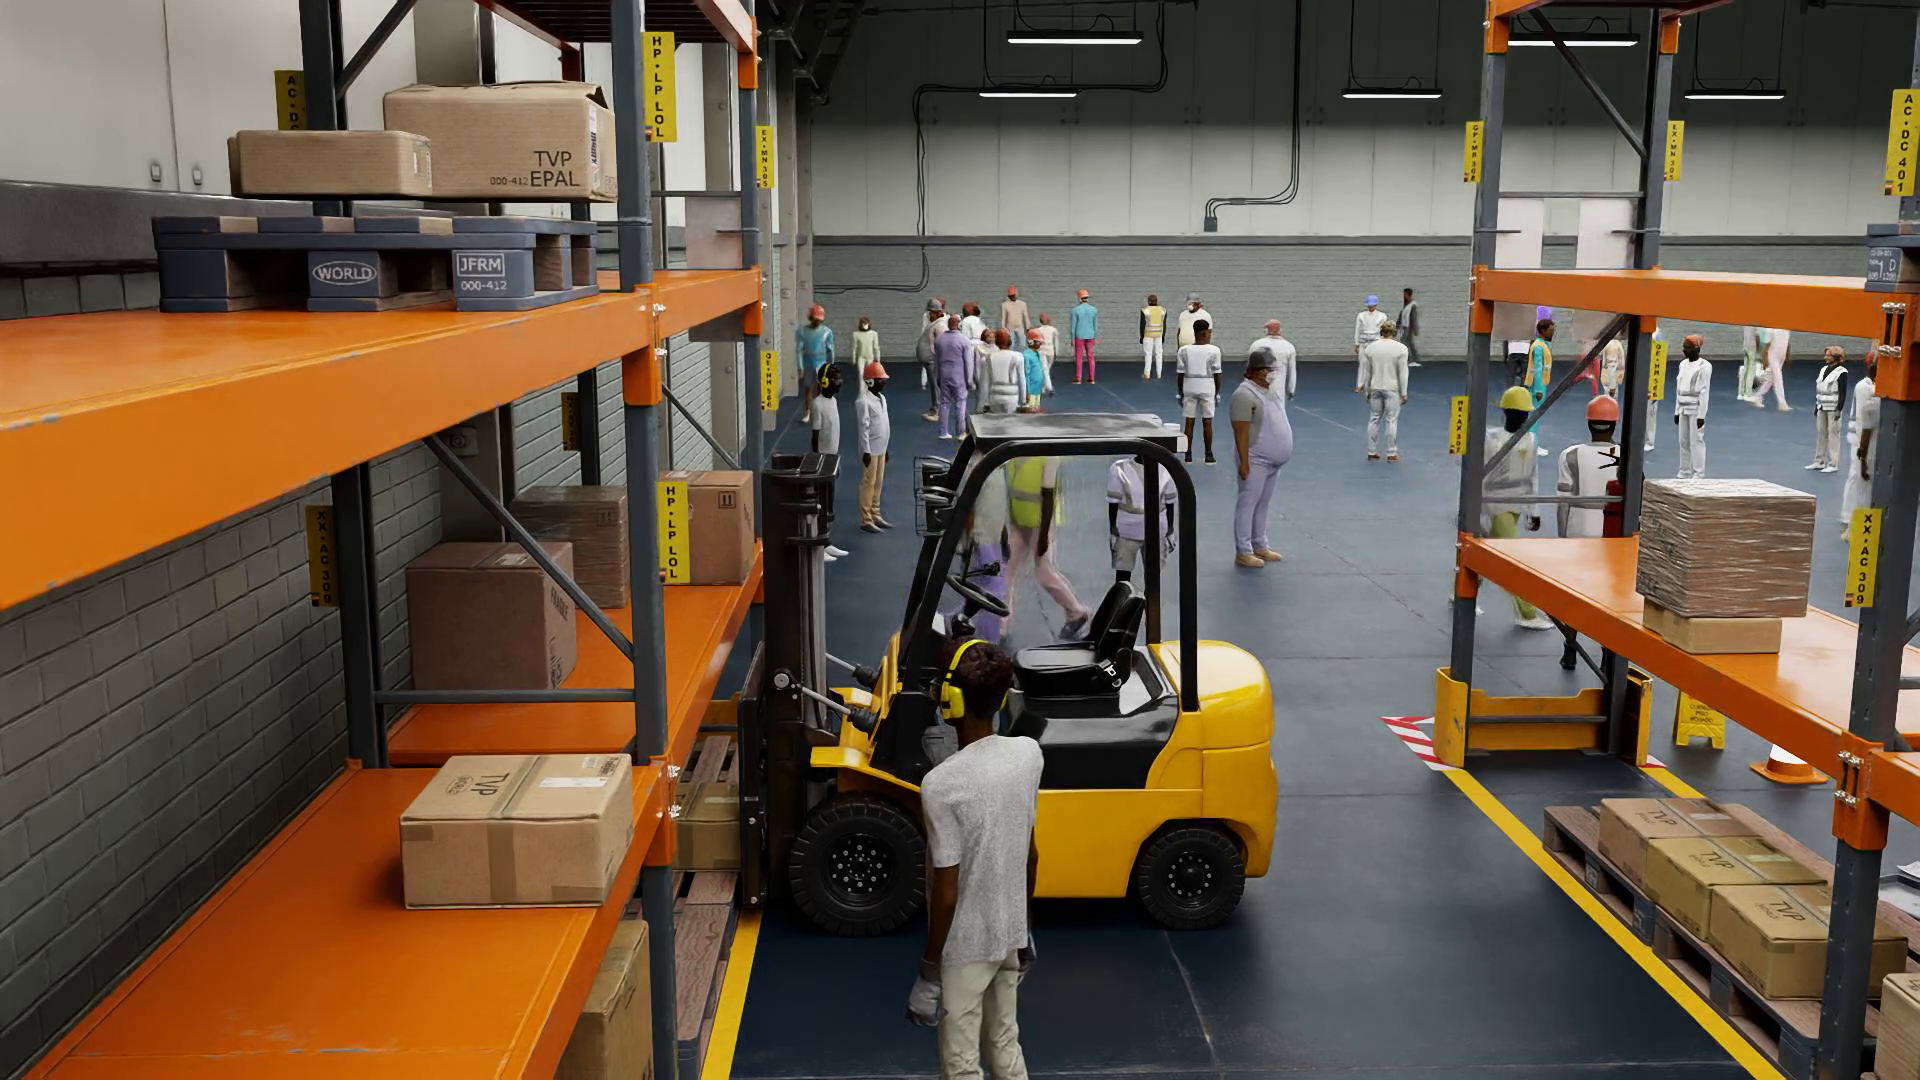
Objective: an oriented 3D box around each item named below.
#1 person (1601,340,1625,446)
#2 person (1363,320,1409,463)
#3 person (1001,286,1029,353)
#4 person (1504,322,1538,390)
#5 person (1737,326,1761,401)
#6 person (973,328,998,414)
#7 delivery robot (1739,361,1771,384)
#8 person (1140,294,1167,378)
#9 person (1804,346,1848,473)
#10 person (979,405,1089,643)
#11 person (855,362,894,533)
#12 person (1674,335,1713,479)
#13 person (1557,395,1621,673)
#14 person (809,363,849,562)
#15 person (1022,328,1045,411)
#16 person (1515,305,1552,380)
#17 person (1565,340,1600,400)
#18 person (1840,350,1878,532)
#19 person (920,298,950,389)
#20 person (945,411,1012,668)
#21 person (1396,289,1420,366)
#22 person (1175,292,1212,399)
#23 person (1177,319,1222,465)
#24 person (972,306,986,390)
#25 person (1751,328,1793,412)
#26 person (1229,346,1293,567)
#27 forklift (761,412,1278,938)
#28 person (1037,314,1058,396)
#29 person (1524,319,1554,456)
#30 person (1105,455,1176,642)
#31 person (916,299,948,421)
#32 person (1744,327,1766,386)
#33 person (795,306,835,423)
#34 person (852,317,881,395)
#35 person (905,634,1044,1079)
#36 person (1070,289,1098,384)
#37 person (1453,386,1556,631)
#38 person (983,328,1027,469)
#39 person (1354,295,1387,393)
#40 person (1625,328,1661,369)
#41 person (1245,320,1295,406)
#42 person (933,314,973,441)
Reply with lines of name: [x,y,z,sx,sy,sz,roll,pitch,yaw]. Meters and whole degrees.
person: [9.528,-2.296,24.191,0.388,1.924,0.549,4,11,23]
person: [5.779,-2.017,22.610,0.631,1.932,0.362,9,13,41]
person: [1.263,-4.857,38.310,0.659,1.968,0.510,-1,10,-6]
person: [10.173,-3.369,30.213,0.584,1.910,0.388,5,11,25]
person: [14.922,-3.546,31.326,0.331,1.859,0.507,-1,10,-5]
person: [0.413,-2.512,26.173,0.309,1.640,0.513,9,14,42]
delivery robot: [16.354,-3.449,34.154,0.477,0.478,0.707,-2,10,-10]
person: [4.220,-4.466,36.499,0.627,1.844,0.429,-3,11,-17]
person: [11.308,-1.697,21.631,0.309,1.641,0.513,-1,10,-8]
person: [0.564,-0.111,12.358,0.869,1.807,0.581,-7,13,-36]
person: [-0.869,-0.948,17.178,0.353,1.757,0.576,3,11,19]
person: [8.866,-1.548,20.161,0.354,1.877,0.574,-2,10,-9]
person: [4.427,-0.041,11.574,0.544,1.939,0.353,5,11,25]
person: [-1.253,-0.730,15.641,0.327,1.861,0.510,3,11,16]
person: [1.055,-2.165,23.920,0.326,1.751,0.561,4,11,23]
person: [12.336,-4.381,35.789,0.640,1.926,0.887,-3,11,-17]
person: [11.871,-3.512,31.431,0.668,1.746,0.521,10,14,44]
person: [9.338,-1.013,17.138,0.337,1.883,0.584,8,13,38]
person: [-0.500,-3.983,33.795,0.649,1.855,0.400,1,10,7]
person: [0.134,0.012,11.542,0.614,1.841,0.535,4,11,21]
person: [10.670,-5.080,39.850,0.964,1.867,0.598,-1,10,-7]
person: [4.390,-3.671,31.510,0.687,2.000,0.535,7,13,36]
person: [3.210,-1.977,22.302,0.601,1.958,0.380,3,11,19]
person: [0.302,-3.863,33.535,0.315,1.696,0.541,-8,13,-36]
person: [14.519,-3.208,29.617,0.521,1.806,0.937,-5,11,-26]
person: [2.809,-0.781,15.410,0.539,2.000,0.688,7,12,35]
forklift: [0.291,0.548,7.580,2.313,2.155,1.214,0,10,-2]
person: [1.670,-3.610,32.413,0.520,1.597,0.862,-4,11,-19]
person: [8.137,-2.152,23.394,0.377,1.916,0.599,4,11,21]
person: [1.331,-0.037,12.234,0.531,1.692,0.322,-1,10,-6]
person: [-0.461,-3.019,27.881,0.536,2.000,0.677,-2,10,-12]
person: [16.557,-4.118,34.582,0.349,1.836,0.517,6,12,29]
person: [-2.370,-2.850,27.218,0.639,1.968,0.957,0,10,-2]
person: [-1.716,-3.313,30.751,0.502,1.600,0.795,-4,11,-20]
person: [0.035,1.200,4.879,0.318,1.860,0.531,8,13,38]
person: [2.605,-4.282,35.089,0.610,1.985,0.414,-4,11,-21]
person: [4.283,-0.272,13.044,0.600,1.882,1.011,-7,12,-34]
person: [0.560,-1.822,21.699,0.604,1.868,0.634,5,11,25]
person: [8.102,-3.867,32.893,0.641,1.937,0.420,4,11,22]
person: [12.169,-3.220,29.644,0.599,1.812,0.710,6,12,32]
person: [4.355,-2.147,23.447,0.709,1.895,0.396,0,10,-1]
person: [-0.084,-2.449,25.111,0.648,1.899,0.400,6,12,31]
